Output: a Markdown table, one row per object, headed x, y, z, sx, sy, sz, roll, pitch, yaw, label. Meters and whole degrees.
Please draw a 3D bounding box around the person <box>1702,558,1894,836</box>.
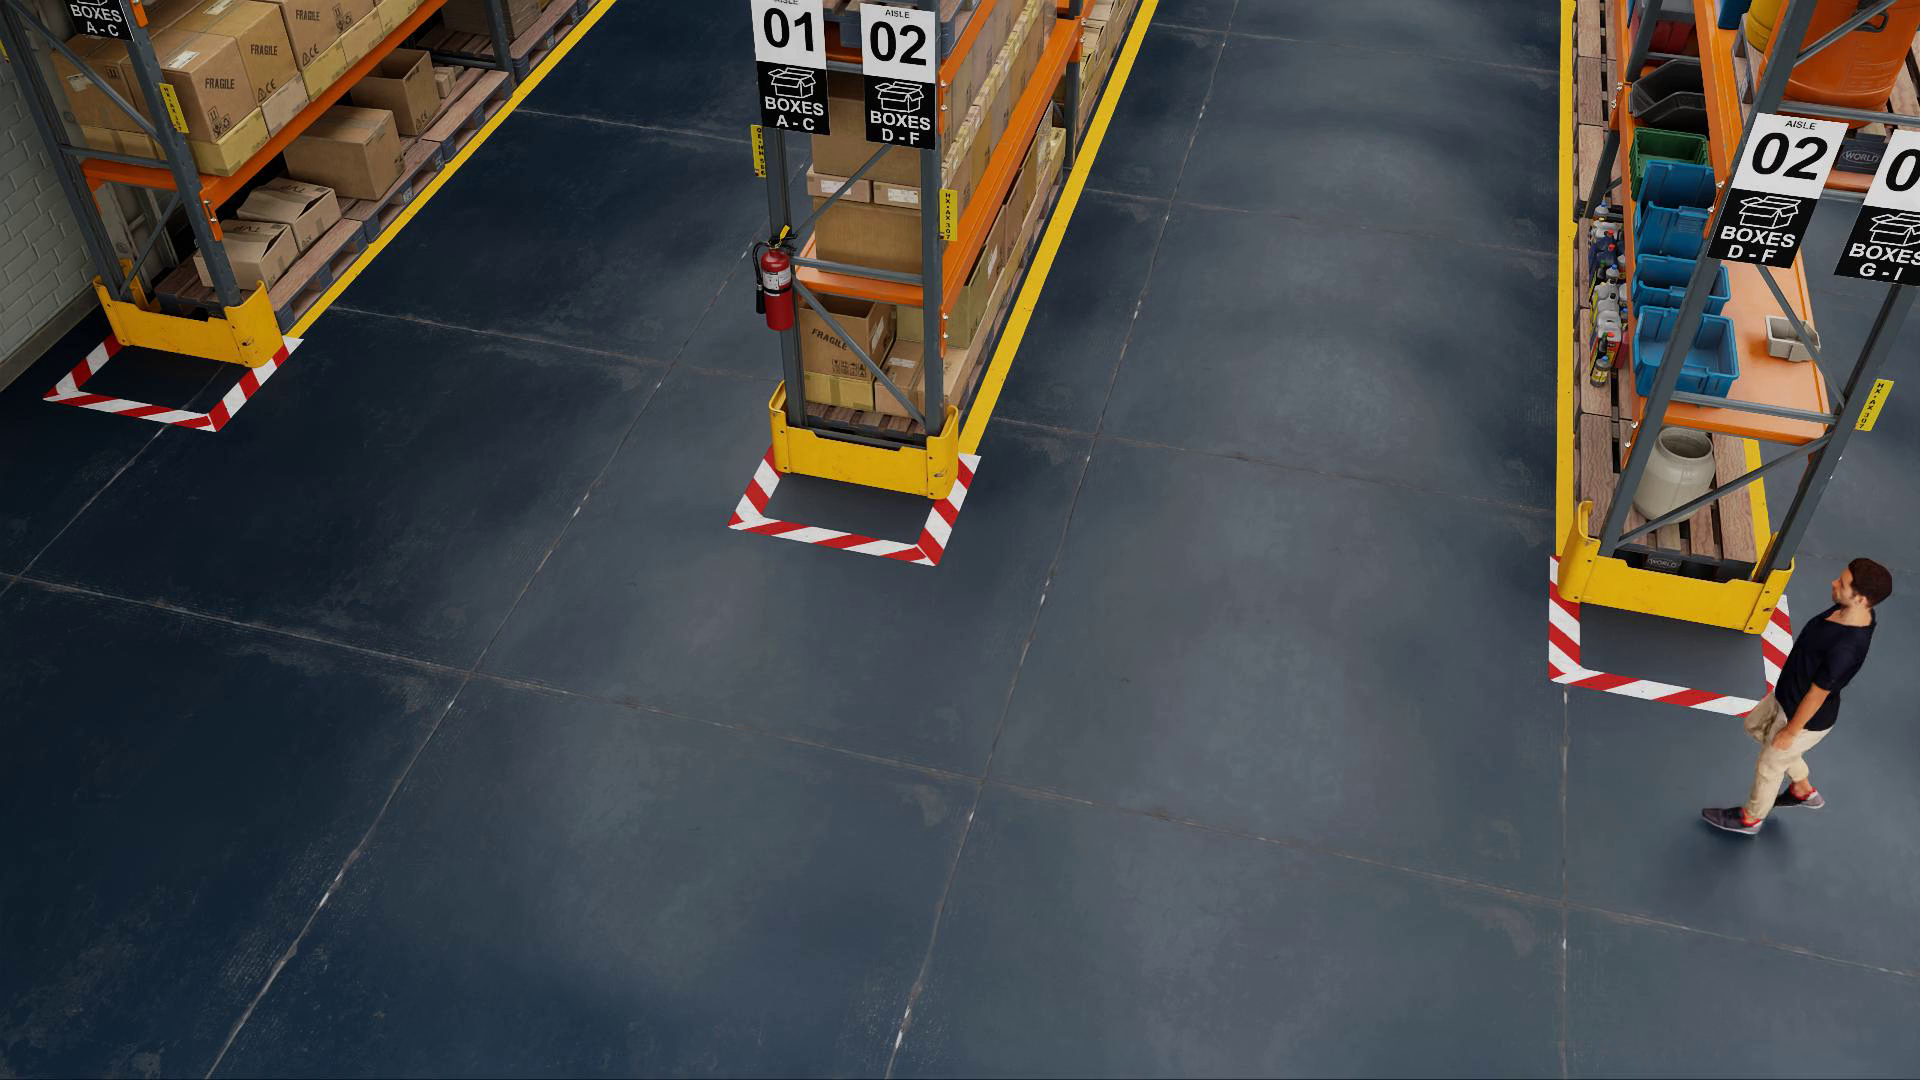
| x | y | z | sx | sy | sz | roll | pitch | yaw | label |
| --- | --- | --- | --- | --- | --- | --- | --- | --- | --- |
| 4.151 | 0.825 | 8.006 | 0.760 | 1.846 | 0.731 | 17 | 46 | 17 | person |
